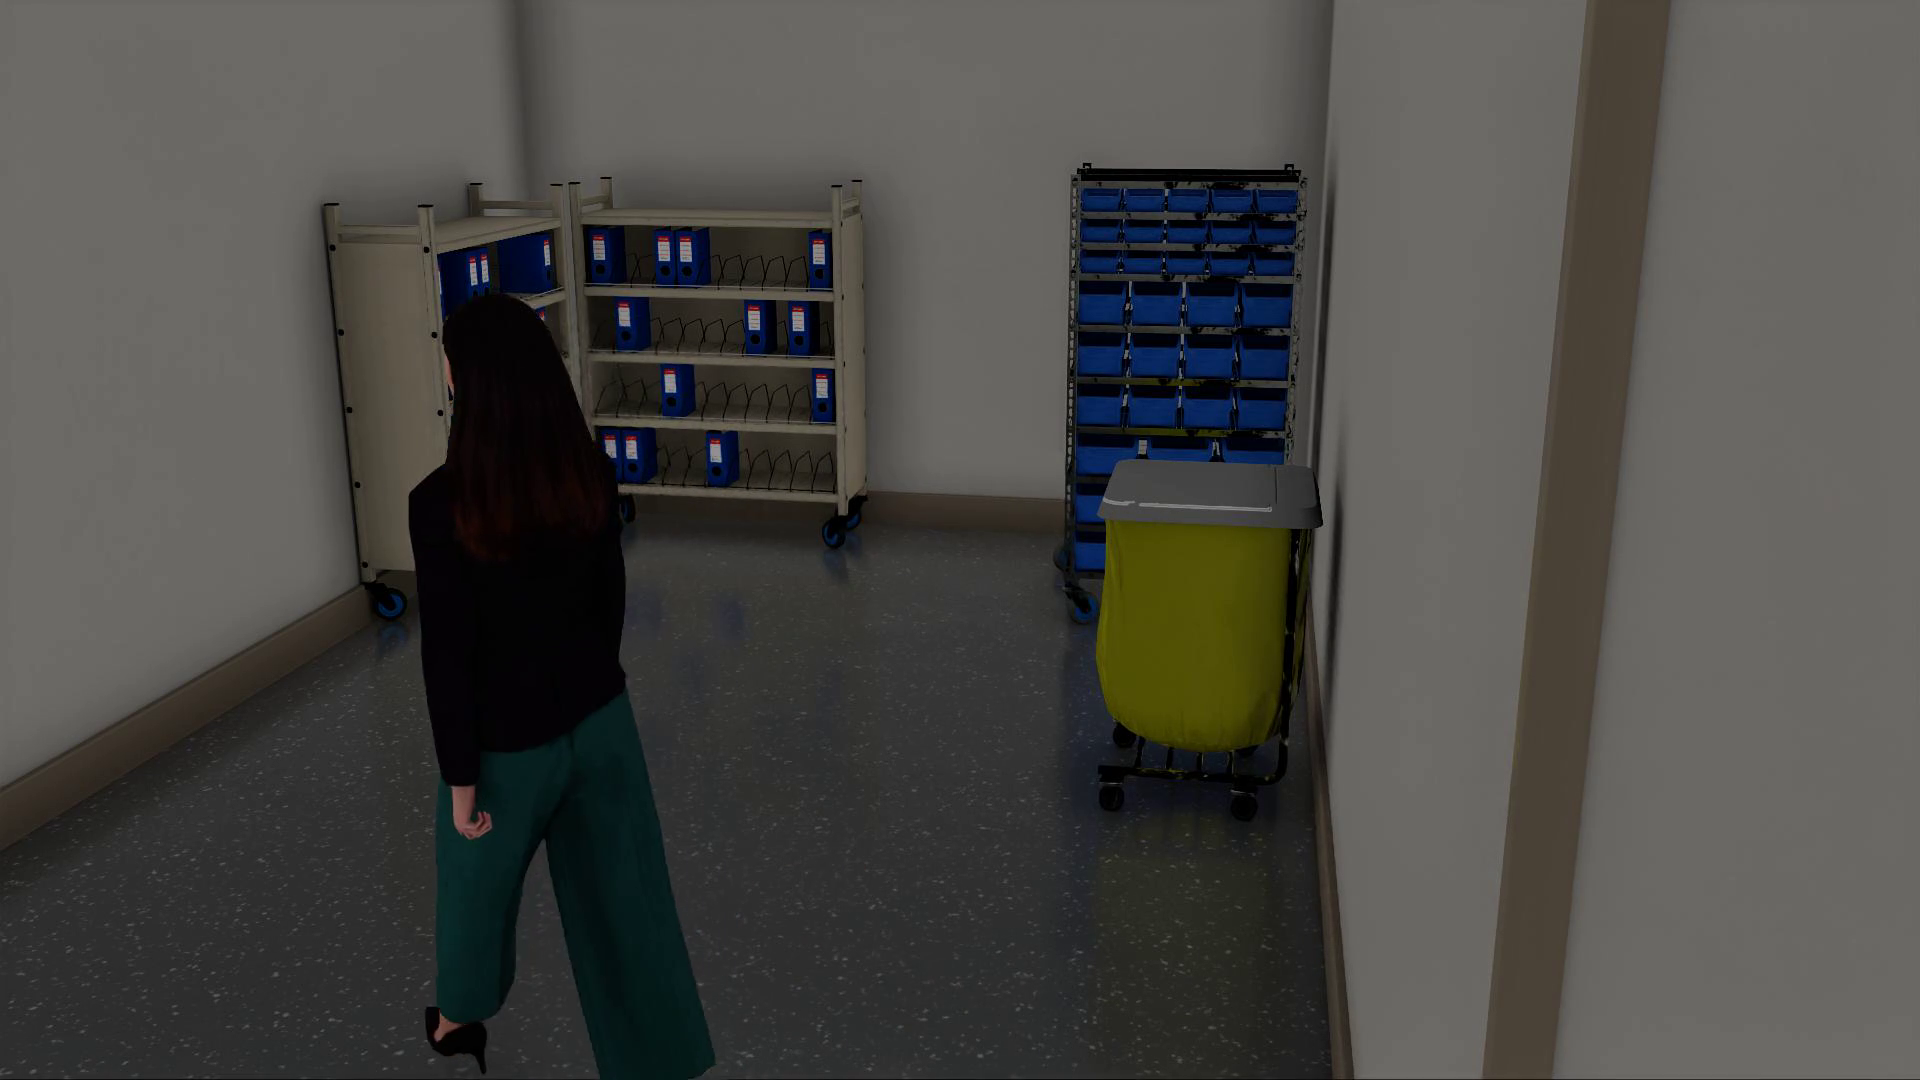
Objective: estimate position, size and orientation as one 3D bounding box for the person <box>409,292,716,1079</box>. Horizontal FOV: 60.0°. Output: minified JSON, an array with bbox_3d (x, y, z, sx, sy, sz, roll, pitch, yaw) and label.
[{"bbox_3d":[-0.720,0.445,3.083,1.066,1.684,1.154,-12,20,-36],"label":"person"}]
